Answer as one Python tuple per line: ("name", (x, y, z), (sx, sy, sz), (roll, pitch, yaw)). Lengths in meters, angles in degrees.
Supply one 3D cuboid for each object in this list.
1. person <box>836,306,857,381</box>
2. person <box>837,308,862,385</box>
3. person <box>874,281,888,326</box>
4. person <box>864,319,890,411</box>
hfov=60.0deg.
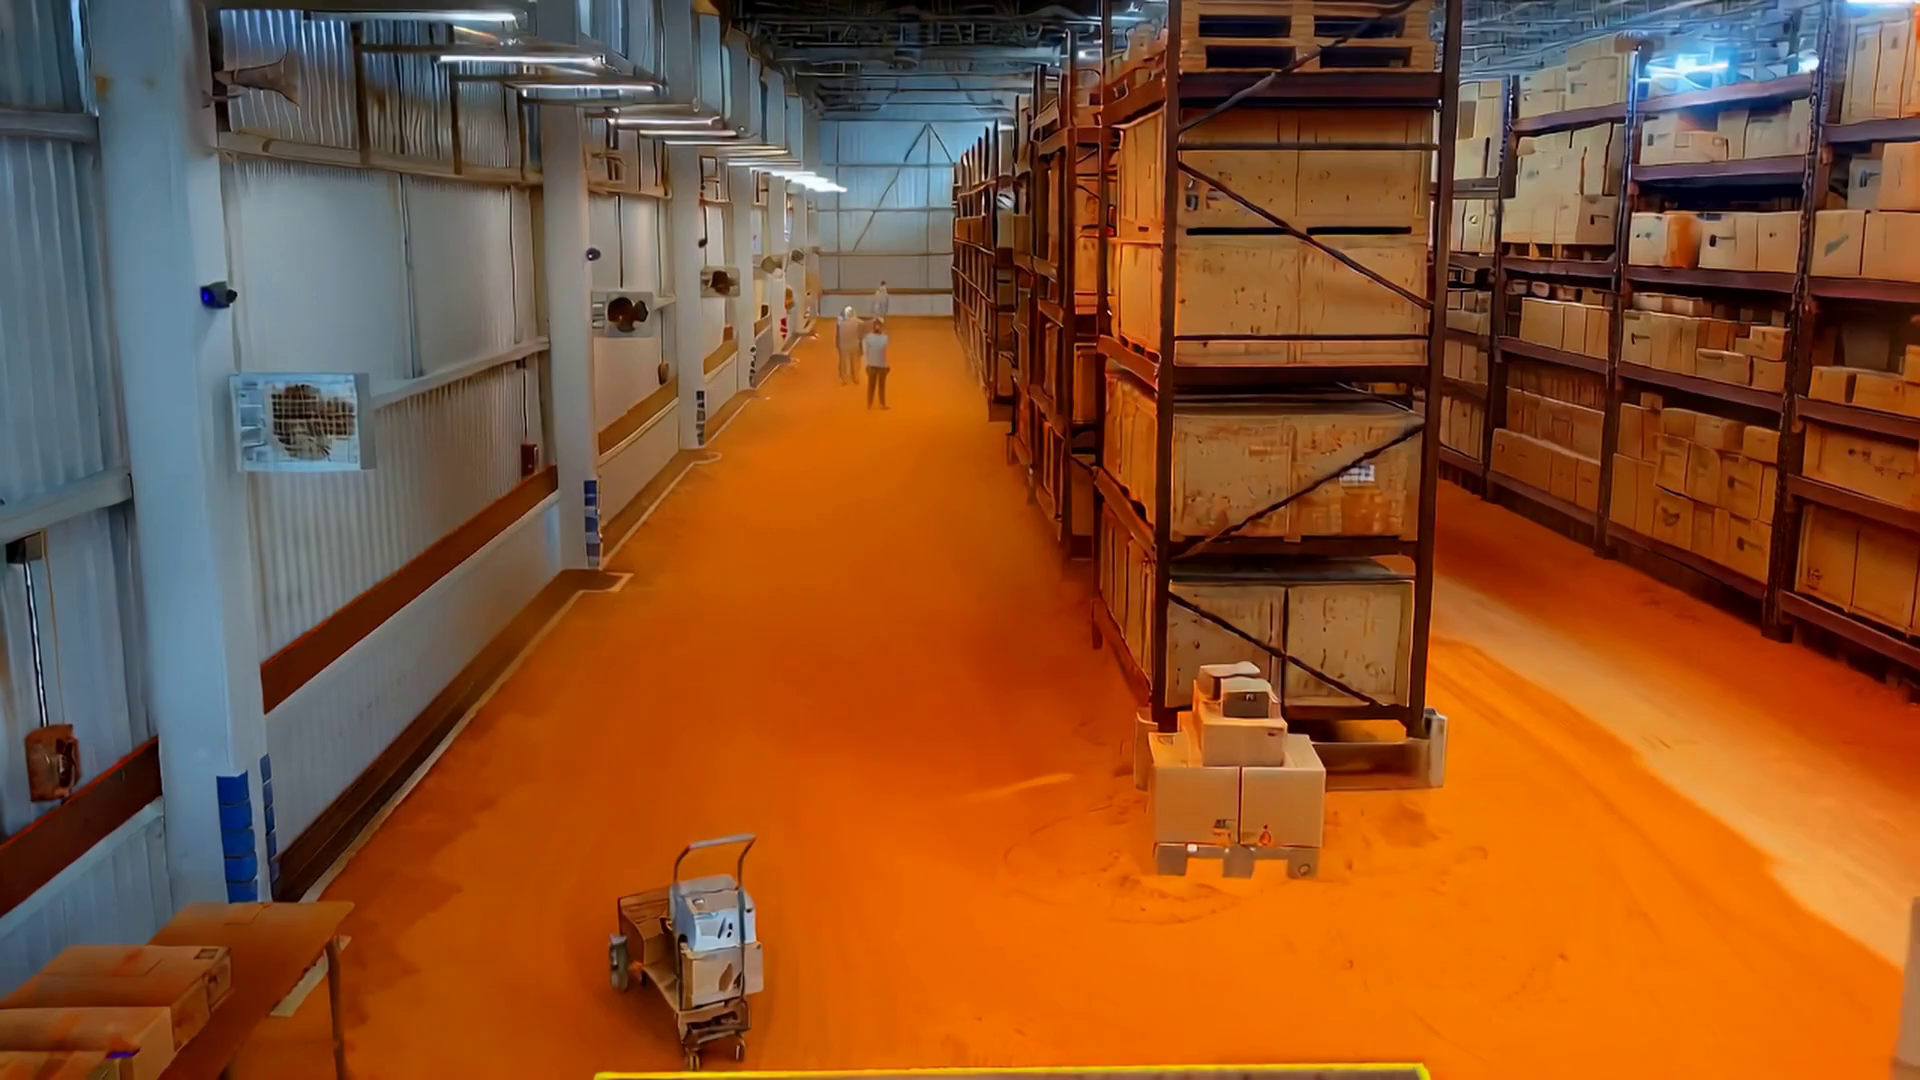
("person", (-2.883, -5.014, 42.473), (0.586, 1.913, 0.397), (-6, 12, -27))
("person", (-2.730, -4.821, 41.502), (0.658, 1.901, 0.399), (5, 12, 23))
("person", (-3.046, -9.131, 64.329), (0.563, 1.742, 0.361), (-6, 12, -28))
("person", (-1.770, -3.754, 35.719), (0.621, 1.985, 0.408), (-7, 13, -33))
